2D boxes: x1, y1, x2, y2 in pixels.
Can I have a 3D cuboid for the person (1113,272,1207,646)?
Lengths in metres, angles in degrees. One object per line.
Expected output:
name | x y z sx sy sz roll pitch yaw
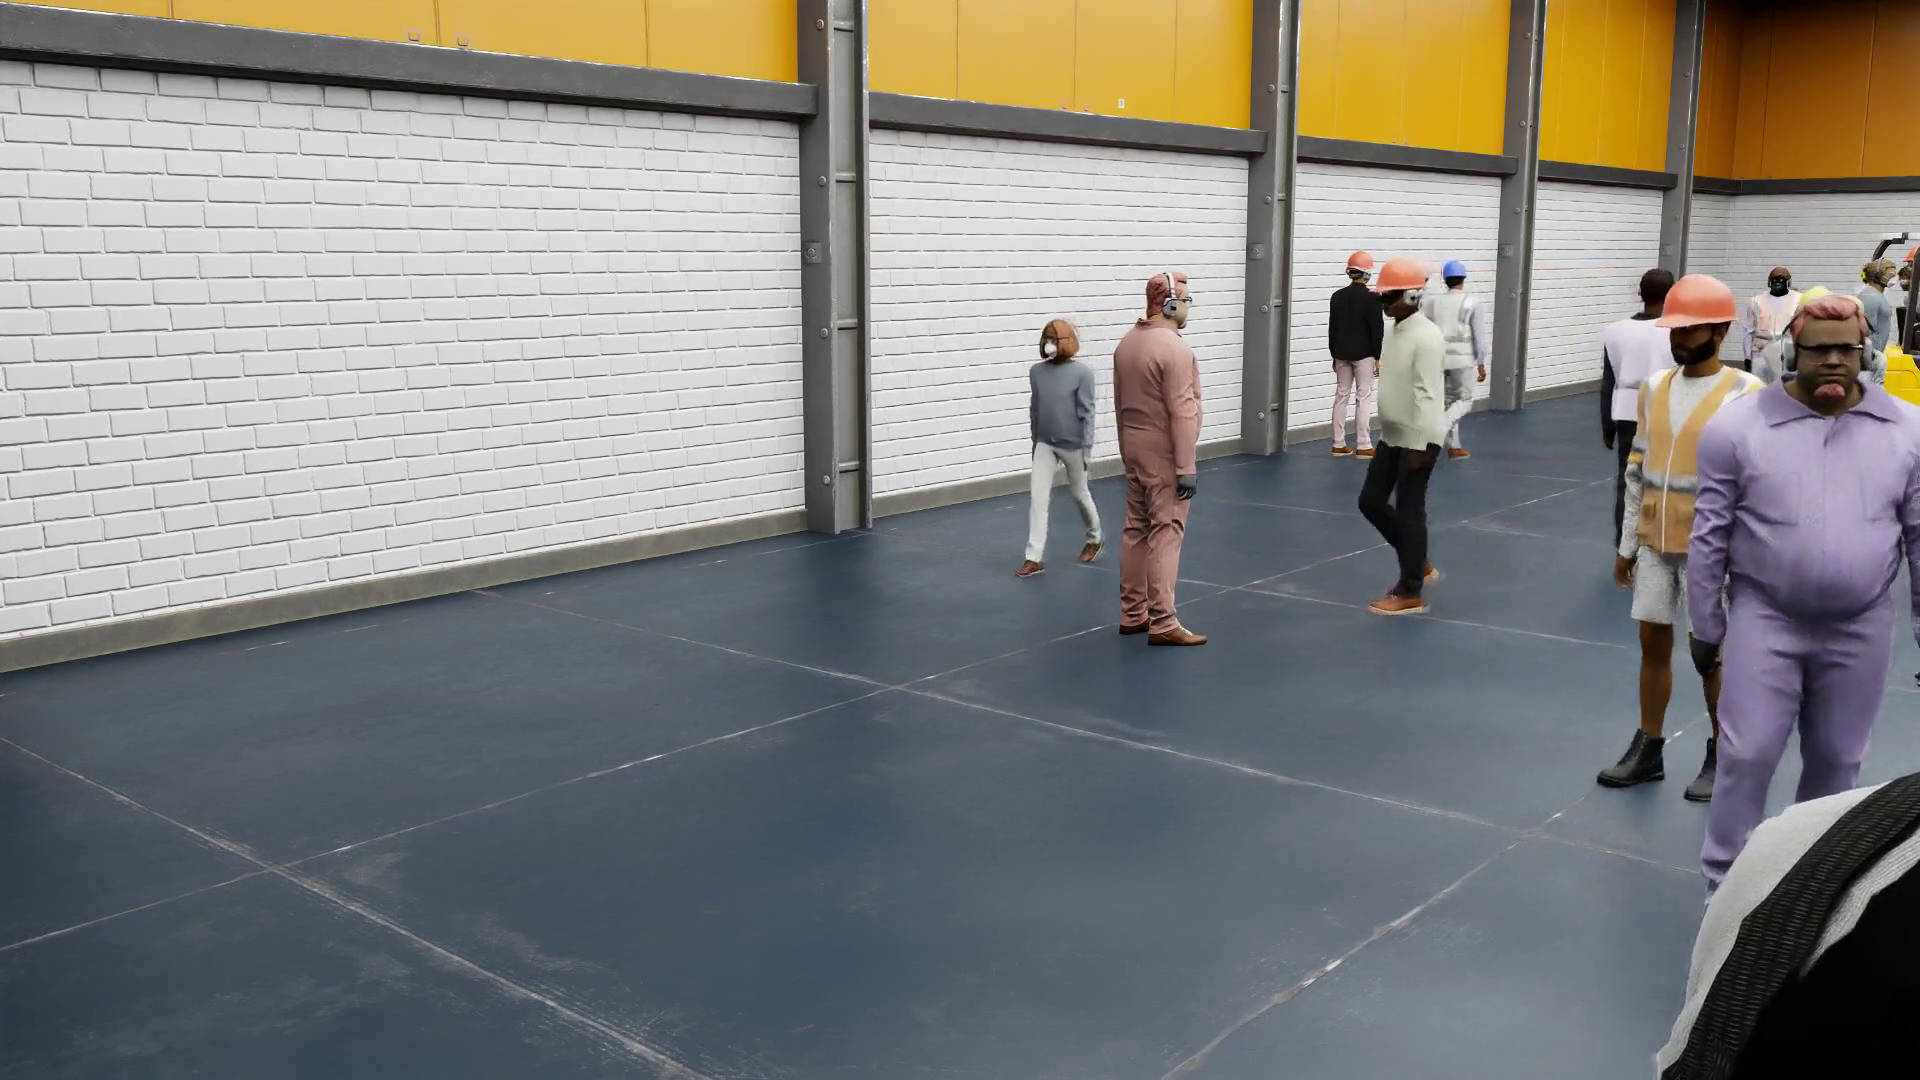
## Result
person | 1.047 -0.415 8.549 0.404 1.906 0.651 -4 11 -22

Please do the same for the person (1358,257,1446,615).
person | 2.429 -0.559 9.162 0.441 1.975 0.631 -2 10 -11

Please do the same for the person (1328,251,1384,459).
person | 3.834 -1.781 16.066 0.374 1.997 0.614 -8 13 -40

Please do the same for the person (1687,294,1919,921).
person | 2.445 0.253 4.766 0.663 1.898 0.461 2 10 13

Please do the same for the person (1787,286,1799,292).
person | 9.695 -2.213 19.690 0.504 1.599 0.815 -3 10 -16

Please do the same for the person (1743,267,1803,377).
person | 8.573 -1.949 17.511 0.618 1.836 0.431 6 12 32

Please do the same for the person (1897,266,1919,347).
person | 10.939 -2.234 19.170 0.921 1.809 0.580 2 10 9

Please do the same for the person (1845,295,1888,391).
person | 5.334 -0.610 10.123 0.492 1.742 0.315 4 11 19

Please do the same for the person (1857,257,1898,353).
person | 8.546 -1.677 15.645 0.355 1.937 0.635 6 12 30

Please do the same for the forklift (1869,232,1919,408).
forklift | 9.955 -1.972 16.595 2.313 2.155 1.214 1 10 8

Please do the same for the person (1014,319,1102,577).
person | 0.653 -0.592 10.488 0.507 1.577 0.863 7 12 34

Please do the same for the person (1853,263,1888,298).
person | 12.745 -2.966 23.378 0.503 1.807 1.023 1 10 5

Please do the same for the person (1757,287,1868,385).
person | 4.929 -0.566 9.701 0.611 1.801 0.610 6 12 31

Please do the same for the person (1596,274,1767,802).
person | 2.665 0.001 6.111 0.393 1.938 0.553 -5 11 -28

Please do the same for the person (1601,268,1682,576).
person | 4.246 -0.718 10.272 0.468 1.901 0.636 -9 14 -42

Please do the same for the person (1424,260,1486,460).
person | 4.625 -1.678 15.714 0.744 1.920 0.616 -8 13 -39

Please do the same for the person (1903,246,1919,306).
person | 11.947 -2.644 20.850 0.370 2.044 0.608 5 11 28
